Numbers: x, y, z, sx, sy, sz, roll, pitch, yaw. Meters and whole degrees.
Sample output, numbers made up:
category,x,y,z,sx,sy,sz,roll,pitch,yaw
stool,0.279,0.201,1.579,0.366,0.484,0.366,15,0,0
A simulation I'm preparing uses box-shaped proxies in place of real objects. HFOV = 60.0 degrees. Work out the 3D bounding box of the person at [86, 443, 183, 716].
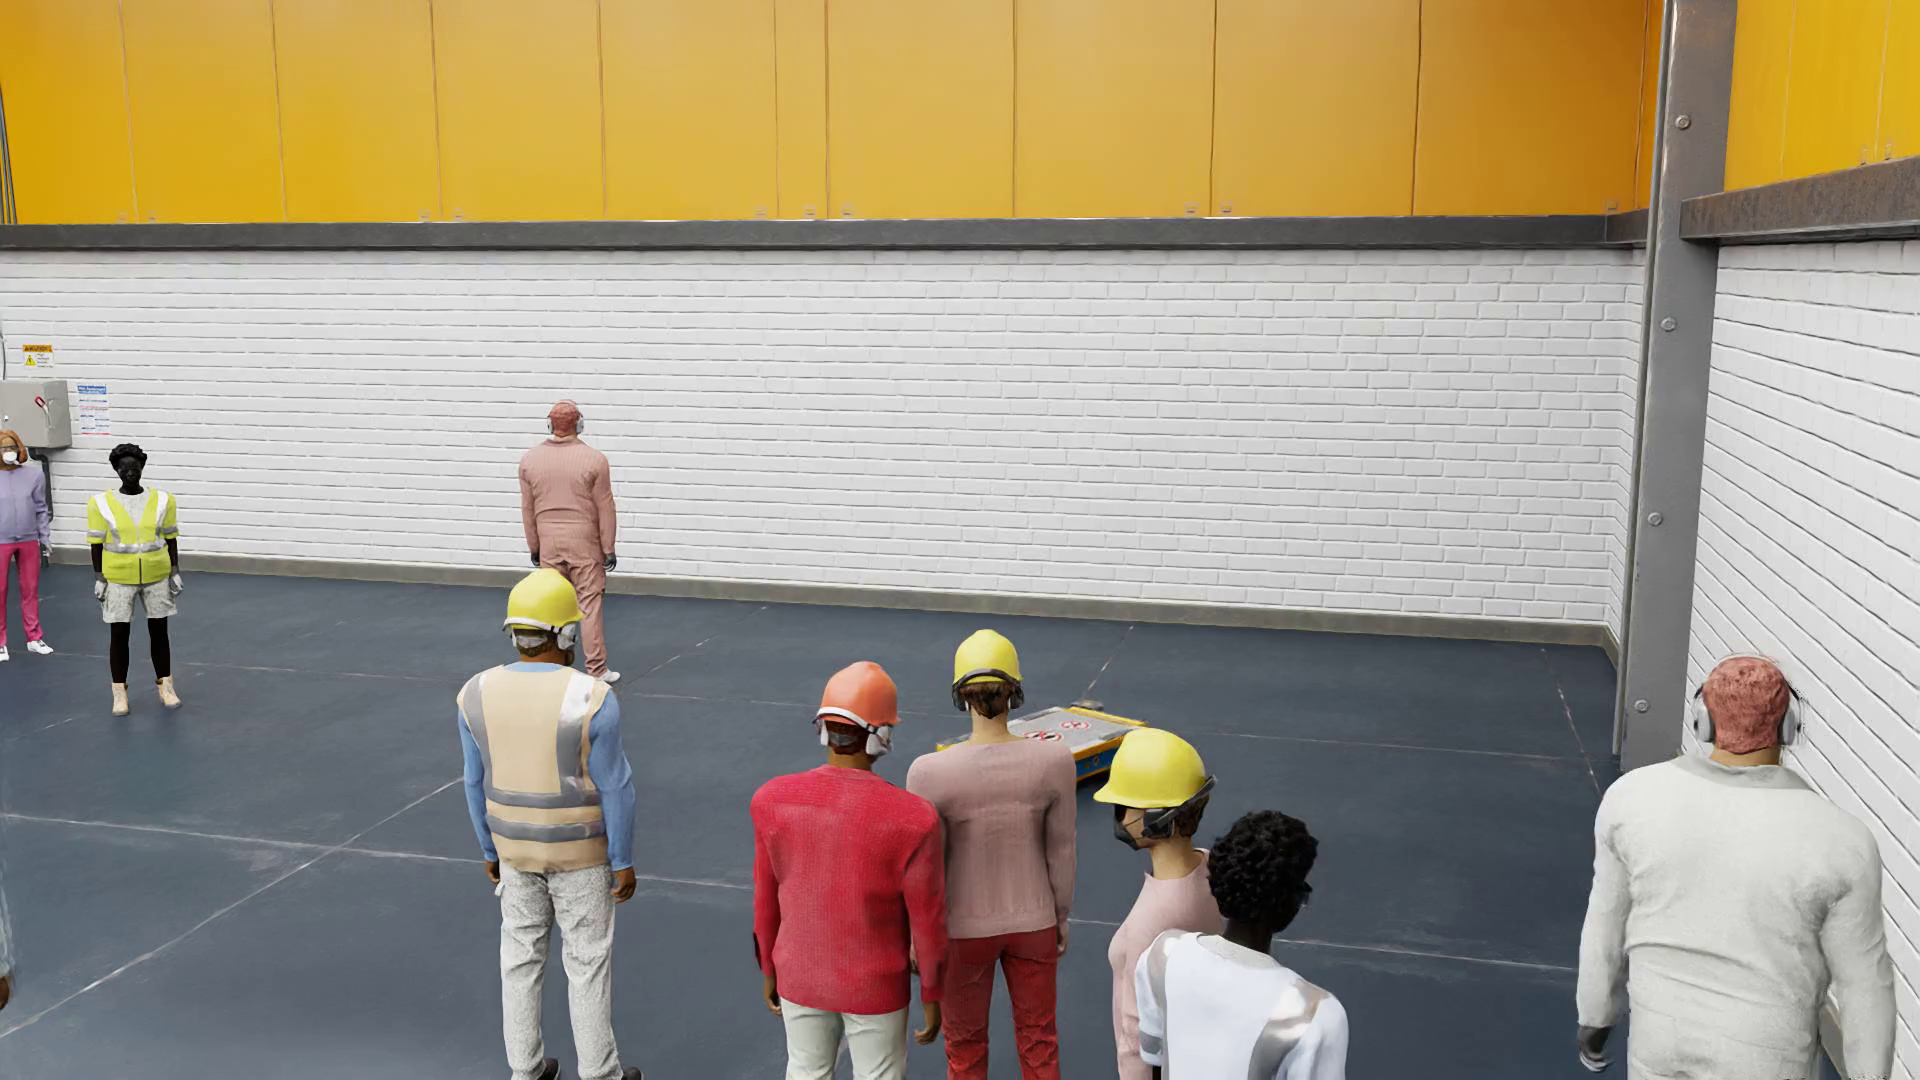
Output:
category,x,y,z,sx,sy,sz,roll,pitch,yaw
person,-5.137,0.238,10.385,0.532,1.697,0.319,-7,12,-35

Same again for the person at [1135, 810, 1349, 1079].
category,x,y,z,sx,sy,sz,roll,pitch,yaw
person,0.595,1.402,3.563,0.320,1.686,0.539,-9,13,-43

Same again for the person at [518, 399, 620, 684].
category,x,y,z,sx,sy,sz,roll,pitch,yaw
person,-2.559,0.029,10.996,0.641,1.908,0.407,2,10,10

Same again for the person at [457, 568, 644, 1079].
category,x,y,z,sx,sy,sz,roll,pitch,yaw
person,-1.330,1.000,5.494,0.589,1.834,0.404,3,10,15

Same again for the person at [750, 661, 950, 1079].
category,x,y,z,sx,sy,sz,roll,pitch,yaw
person,-0.295,1.195,4.630,0.576,1.737,0.355,3,10,17

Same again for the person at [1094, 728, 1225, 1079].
category,x,y,z,sx,sy,sz,roll,pitch,yaw
person,0.471,1.304,3.923,0.341,1.760,0.525,4,11,23

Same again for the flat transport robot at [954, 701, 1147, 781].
category,x,y,z,sx,sy,sz,roll,pitch,yaw
flat transport robot,0.497,1.157,9.164,0.652,0.197,1.431,9,13,41

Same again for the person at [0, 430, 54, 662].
category,x,y,z,sx,sy,sz,roll,pitch,yaw
person,-6.707,0.029,11.796,0.283,1.633,0.501,8,13,40

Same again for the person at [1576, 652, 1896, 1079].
category,x,y,z,sx,sy,sz,roll,pitch,yaw
person,1.892,1.215,4.067,0.730,1.894,0.403,9,13,43

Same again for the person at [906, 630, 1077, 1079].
category,x,y,z,sx,sy,sz,roll,pitch,yaw
person,0.088,1.137,4.909,0.526,1.760,0.337,-3,10,-16

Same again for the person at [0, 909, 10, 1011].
category,x,y,z,sx,sy,sz,roll,pitch,yaw
person,-2.918,1.228,4.502,0.499,1.710,0.783,-1,10,-7
